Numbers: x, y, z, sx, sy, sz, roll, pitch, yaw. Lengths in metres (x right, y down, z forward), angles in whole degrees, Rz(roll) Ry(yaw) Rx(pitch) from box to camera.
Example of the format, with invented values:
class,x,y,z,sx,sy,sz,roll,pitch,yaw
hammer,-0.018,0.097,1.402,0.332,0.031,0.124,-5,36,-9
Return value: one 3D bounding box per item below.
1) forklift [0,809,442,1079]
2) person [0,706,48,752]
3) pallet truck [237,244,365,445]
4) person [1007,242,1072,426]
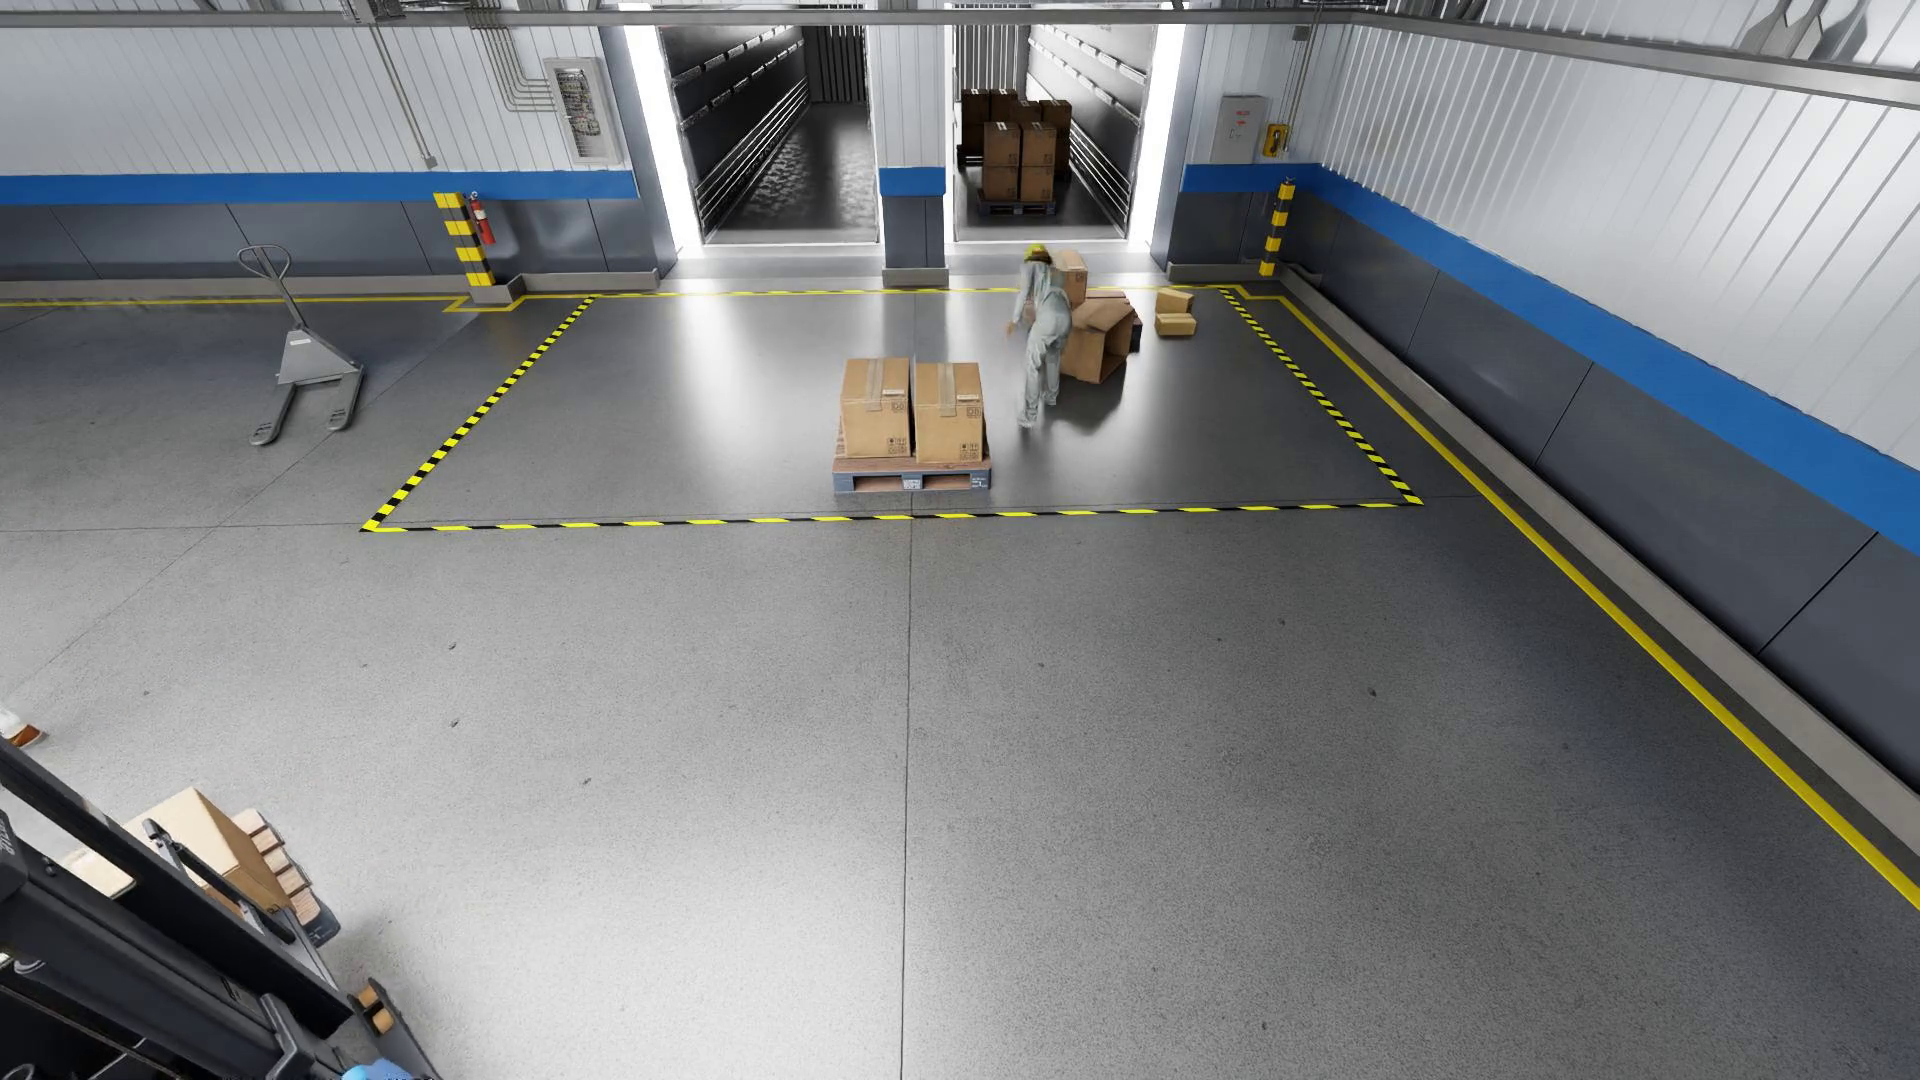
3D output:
class,x,y,z,sx,sy,sz,roll,pitch,yaw
forklift,-1.833,1.502,1.645,0.776,2.013,0.716,25,45,28
person,-4.922,0.525,2.965,0.619,1.924,0.814,15,41,18
pallet truck,-5.915,-1.733,6.366,0.680,1.201,1.601,-18,42,-21
person,0.687,-1.800,6.412,0.835,1.349,0.817,-22,43,-25
